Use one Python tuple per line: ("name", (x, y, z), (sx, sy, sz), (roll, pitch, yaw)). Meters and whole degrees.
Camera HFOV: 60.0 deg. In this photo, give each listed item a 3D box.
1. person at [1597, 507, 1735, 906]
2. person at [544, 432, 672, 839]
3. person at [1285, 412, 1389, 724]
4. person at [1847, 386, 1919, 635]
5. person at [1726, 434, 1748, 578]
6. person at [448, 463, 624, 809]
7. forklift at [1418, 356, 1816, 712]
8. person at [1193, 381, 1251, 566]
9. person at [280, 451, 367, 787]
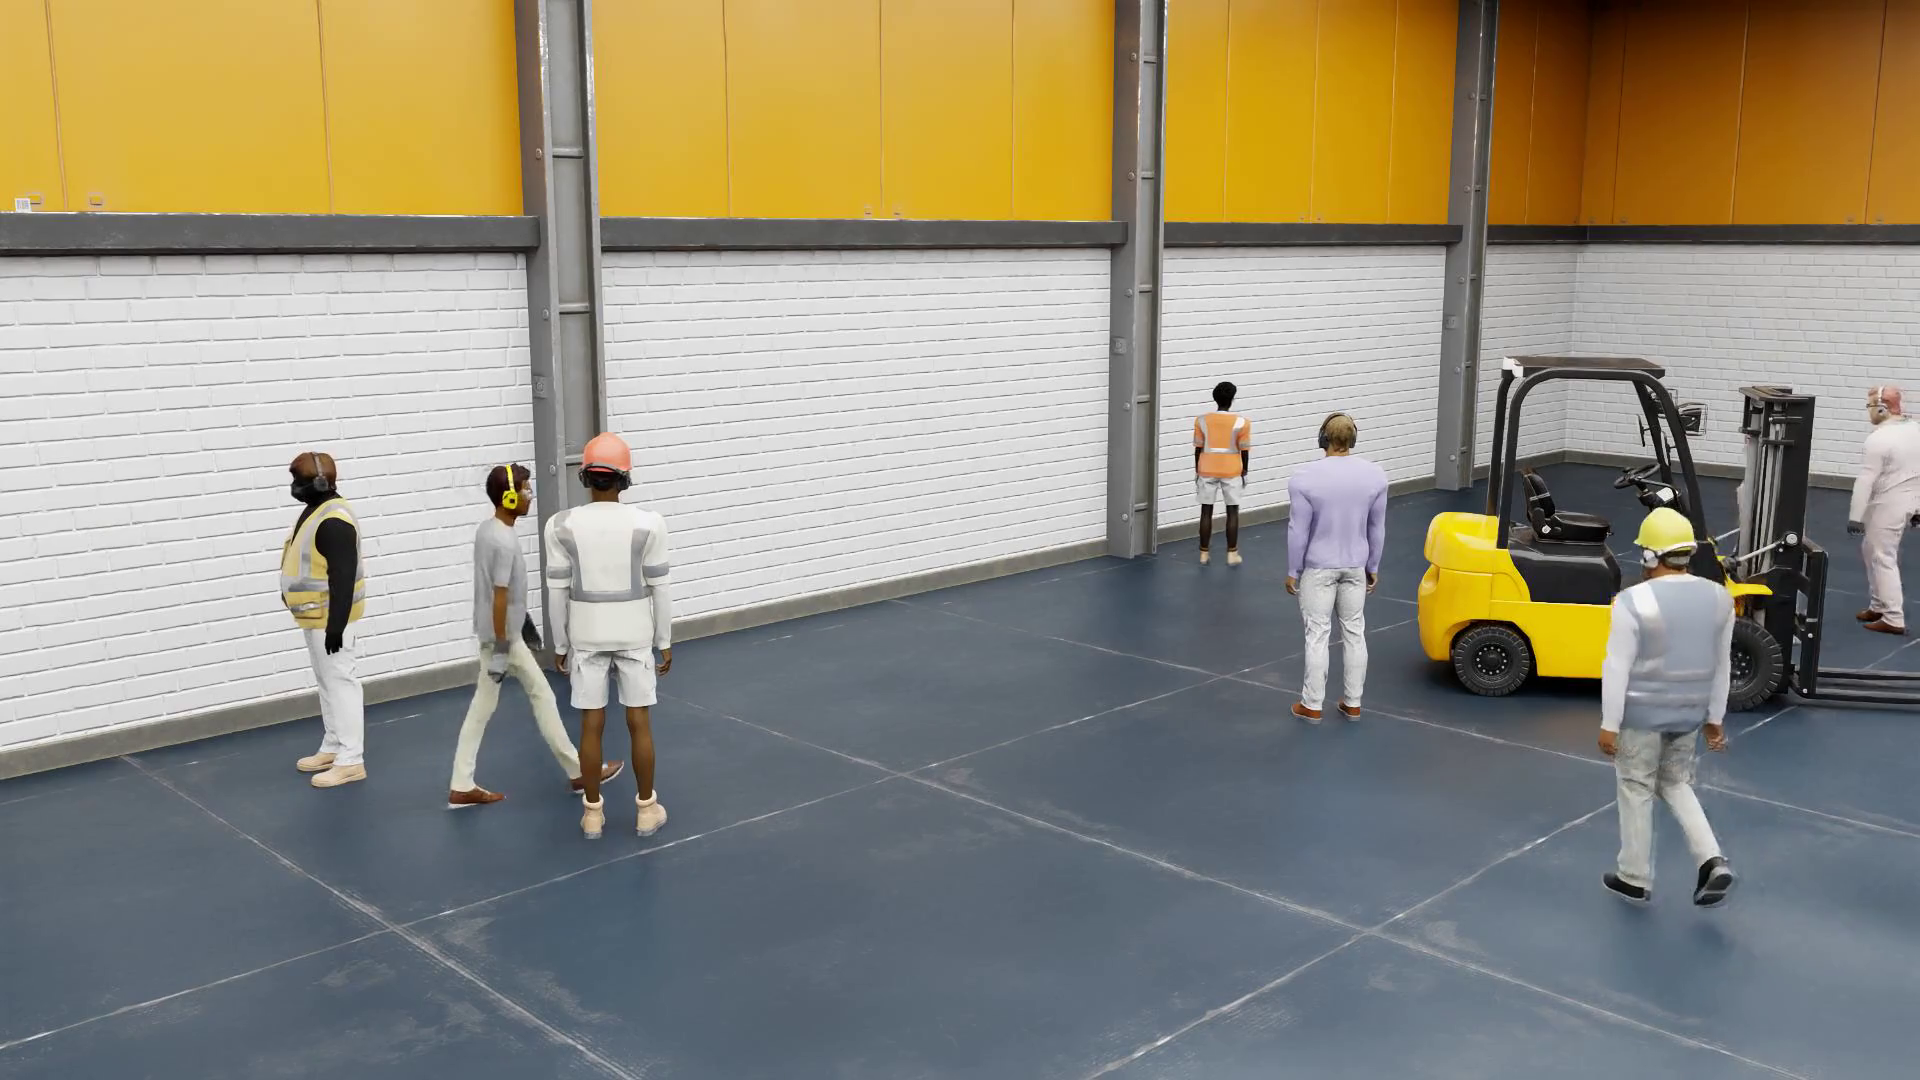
("person", (3.131, 0.771, 7.346), (0.598, 1.820, 0.545), (-3, 11, -15))
("person", (-1.738, 0.482, 8.309), (0.607, 2.044, 0.378), (-1, 10, -6))
("person", (2.304, 0.176, 10.264), (0.630, 1.940, 0.372), (-2, 11, -10))
("person", (6.972, -0.230, 12.633), (0.665, 1.876, 0.642), (-6, 12, -31))
("person", (5.758, -0.013, 12.196), (0.826, 1.598, 0.527), (2, 11, 10))
("person", (-2.316, 0.502, 8.818), (0.946, 1.822, 0.503), (-6, 12, -29))
("forklift", (4.276, -0.101, 11.076), (2.313, 2.155, 1.214), (2, 11, 13))
("person", (2.383, -0.601, 15.198), (0.536, 1.688, 0.318), (3, 11, 18))
("person", (-3.505, 0.425, 9.174), (0.429, 1.842, 0.628), (-6, 12, -32))
